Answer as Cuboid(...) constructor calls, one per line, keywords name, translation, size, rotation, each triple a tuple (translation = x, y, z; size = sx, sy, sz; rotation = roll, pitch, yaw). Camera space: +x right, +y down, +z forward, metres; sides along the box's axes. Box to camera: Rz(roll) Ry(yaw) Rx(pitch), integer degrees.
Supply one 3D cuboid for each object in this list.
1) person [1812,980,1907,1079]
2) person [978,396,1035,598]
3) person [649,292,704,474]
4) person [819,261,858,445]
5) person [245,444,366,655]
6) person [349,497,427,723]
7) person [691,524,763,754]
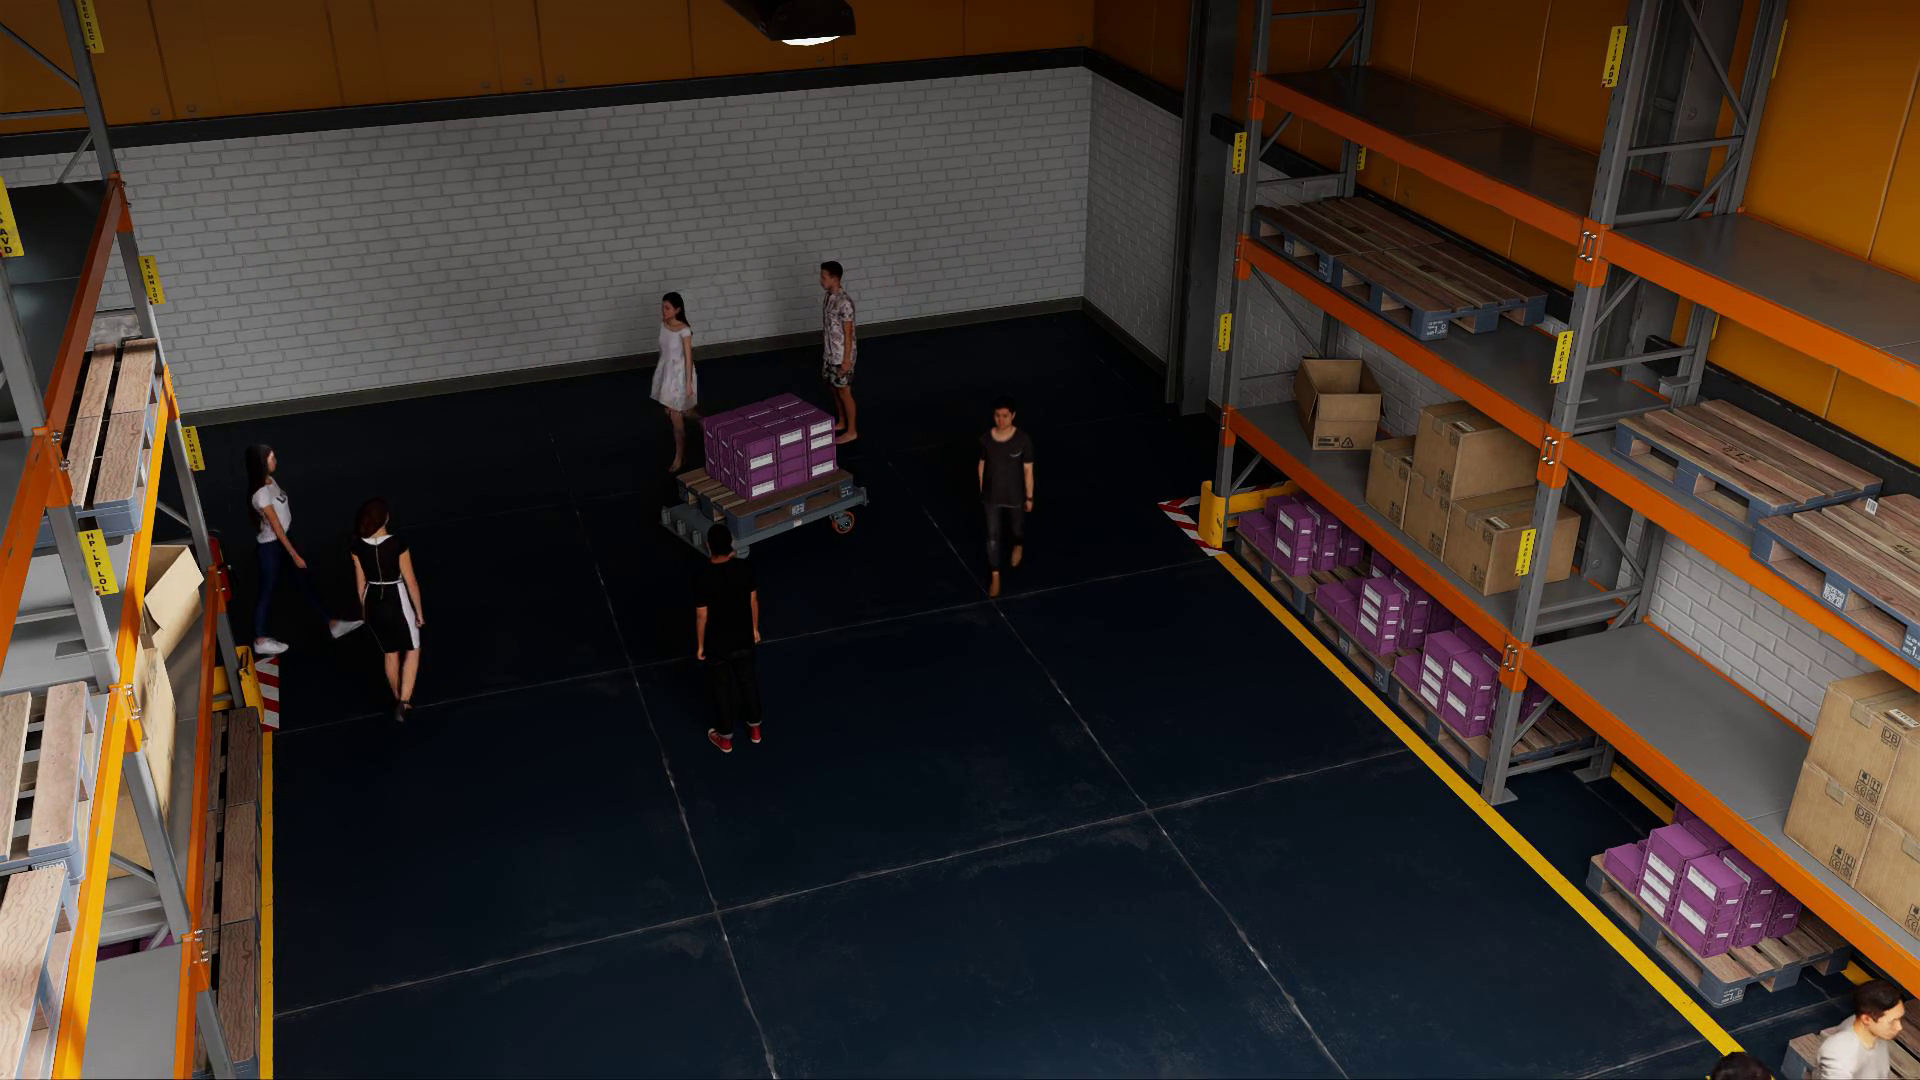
Cuboid(name="person", translation=(4.074, 2.756, 7.808), size=(0.697, 1.811, 0.733), rotation=(25, 37, 38))
Cuboid(name="person", translation=(0.385, -0.423, 13.756), size=(0.952, 1.695, 1.117), rotation=(5, 29, 10))
Cuboid(name="person", translation=(-2.604, -1.506, 15.688), size=(0.907, 1.749, 0.940), rotation=(-25, 37, -37))
Cuboid(name="person", translation=(-1.164, -1.853, 16.259), size=(0.757, 1.811, 0.553), rotation=(-14, 32, -24))
Cuboid(name="person", translation=(-5.344, 0.121, 12.720), size=(0.810, 1.733, 1.048), rotation=(-4, 29, -7))
Cuboid(name="person", translation=(-4.078, 0.581, 11.827), size=(0.766, 1.781, 0.845), rotation=(0, 29, -1))
Cuboid(name="person", translation=(-1.630, 0.681, 11.669), size=(0.663, 1.757, 0.591), rotation=(-15, 32, -26))
